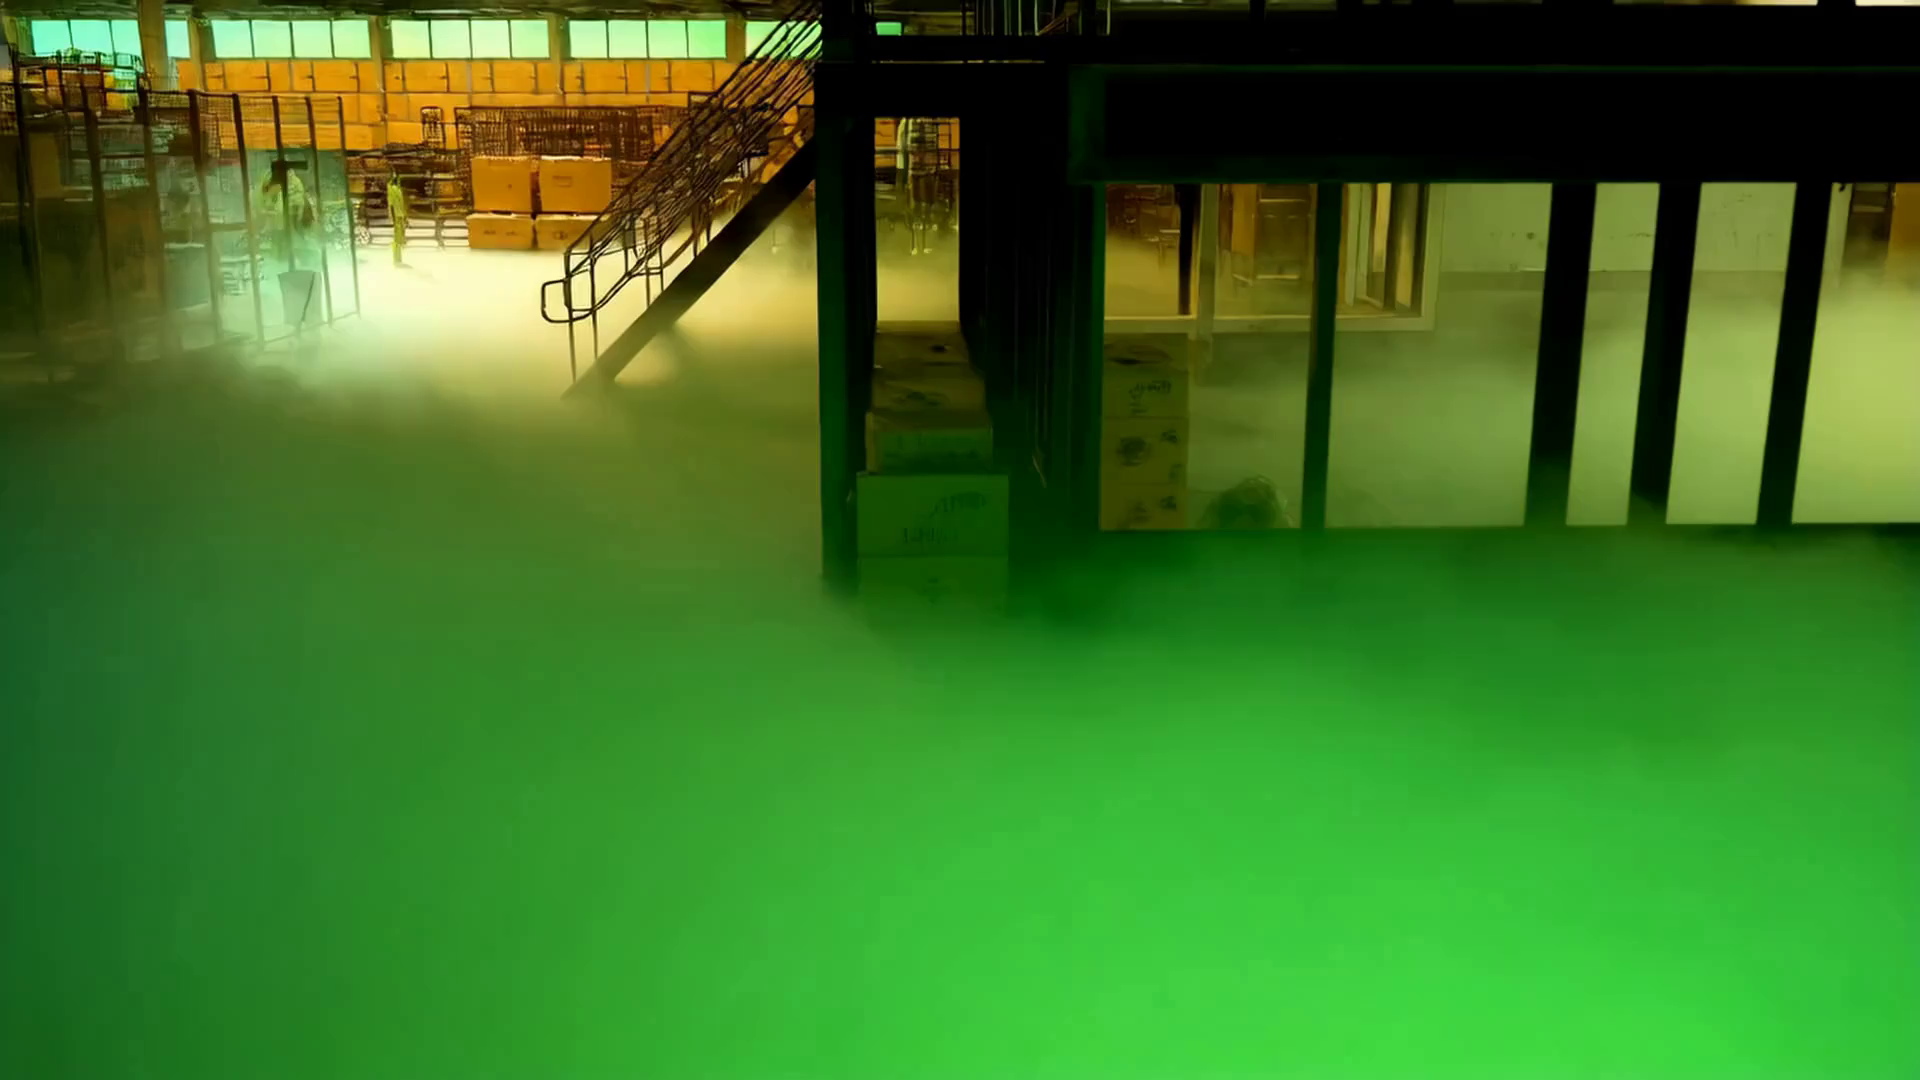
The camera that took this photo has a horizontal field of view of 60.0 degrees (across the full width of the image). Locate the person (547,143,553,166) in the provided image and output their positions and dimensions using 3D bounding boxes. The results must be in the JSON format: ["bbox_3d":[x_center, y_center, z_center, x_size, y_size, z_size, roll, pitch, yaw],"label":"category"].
[{"bbox_3d":[-20.672,-19.176,84.193,0.928,1.781,0.604,-3,14,-12],"label":"person"}]

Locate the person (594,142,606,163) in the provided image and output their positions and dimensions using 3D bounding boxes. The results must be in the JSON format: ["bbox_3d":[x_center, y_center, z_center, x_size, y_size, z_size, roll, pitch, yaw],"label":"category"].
[{"bbox_3d":[-16.032,-16.739,74.172,0.623,1.935,0.436,5,15,19],"label":"person"}]

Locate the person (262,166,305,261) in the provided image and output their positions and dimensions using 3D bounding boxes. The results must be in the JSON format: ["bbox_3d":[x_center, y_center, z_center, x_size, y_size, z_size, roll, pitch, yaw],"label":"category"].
[{"bbox_3d":[-13.704,-6.584,33.590,0.988,1.916,0.611,11,18,39],"label":"person"}]

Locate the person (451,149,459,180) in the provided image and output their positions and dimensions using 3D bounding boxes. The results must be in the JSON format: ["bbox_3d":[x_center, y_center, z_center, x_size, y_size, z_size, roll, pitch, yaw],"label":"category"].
[{"bbox_3d":[-20.800,-15.175,68.329,0.889,1.725,0.536,-3,14,-12],"label":"person"}]

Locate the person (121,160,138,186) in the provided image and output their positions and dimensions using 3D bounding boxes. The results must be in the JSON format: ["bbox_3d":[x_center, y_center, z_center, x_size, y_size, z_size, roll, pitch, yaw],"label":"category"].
[{"bbox_3d":[-18.959,-7.732,38.148,0.357,1.938,0.542,-1,14,-5],"label":"person"}]

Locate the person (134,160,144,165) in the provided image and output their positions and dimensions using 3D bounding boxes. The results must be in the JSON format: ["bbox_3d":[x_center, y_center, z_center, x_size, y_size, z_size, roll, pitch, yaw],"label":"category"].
[{"bbox_3d":[-40.444,-18.686,81.850,0.621,1.979,0.486,0,14,0],"label":"person"}]

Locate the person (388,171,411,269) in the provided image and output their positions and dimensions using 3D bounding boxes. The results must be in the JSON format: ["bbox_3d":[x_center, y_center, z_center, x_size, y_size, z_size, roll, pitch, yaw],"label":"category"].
[{"bbox_3d":[-10.823,-6.172,32.065,0.329,1.865,0.518,-2,14,-9],"label":"person"}]

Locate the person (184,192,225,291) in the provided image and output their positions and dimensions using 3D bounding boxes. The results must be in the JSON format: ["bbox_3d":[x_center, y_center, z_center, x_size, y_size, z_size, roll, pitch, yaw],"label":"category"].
[{"bbox_3d":[-10.839,-4.065,23.786,0.942,1.787,0.507,-12,19,-40],"label":"person"}]

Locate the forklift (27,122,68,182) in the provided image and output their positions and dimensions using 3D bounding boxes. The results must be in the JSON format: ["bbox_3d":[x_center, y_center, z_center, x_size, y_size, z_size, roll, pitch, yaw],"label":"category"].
[{"bbox_3d":[-35.376,-14.773,64.377,1.129,2.768,1.873,-1,14,-2],"label":"forklift"}]

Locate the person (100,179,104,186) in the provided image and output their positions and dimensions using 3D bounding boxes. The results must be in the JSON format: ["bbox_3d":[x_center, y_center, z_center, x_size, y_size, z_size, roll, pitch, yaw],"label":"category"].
[{"bbox_3d":[-16.217,-5.967,31.497,0.807,1.728,0.548,-3,14,-13],"label":"person"}]

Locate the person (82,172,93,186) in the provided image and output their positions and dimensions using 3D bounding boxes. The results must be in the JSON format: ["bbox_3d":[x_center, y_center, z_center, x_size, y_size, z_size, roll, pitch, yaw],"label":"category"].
[{"bbox_3d":[-16.088,-5.866,30.872,0.445,1.874,0.577,-2,14,-9],"label":"person"}]
